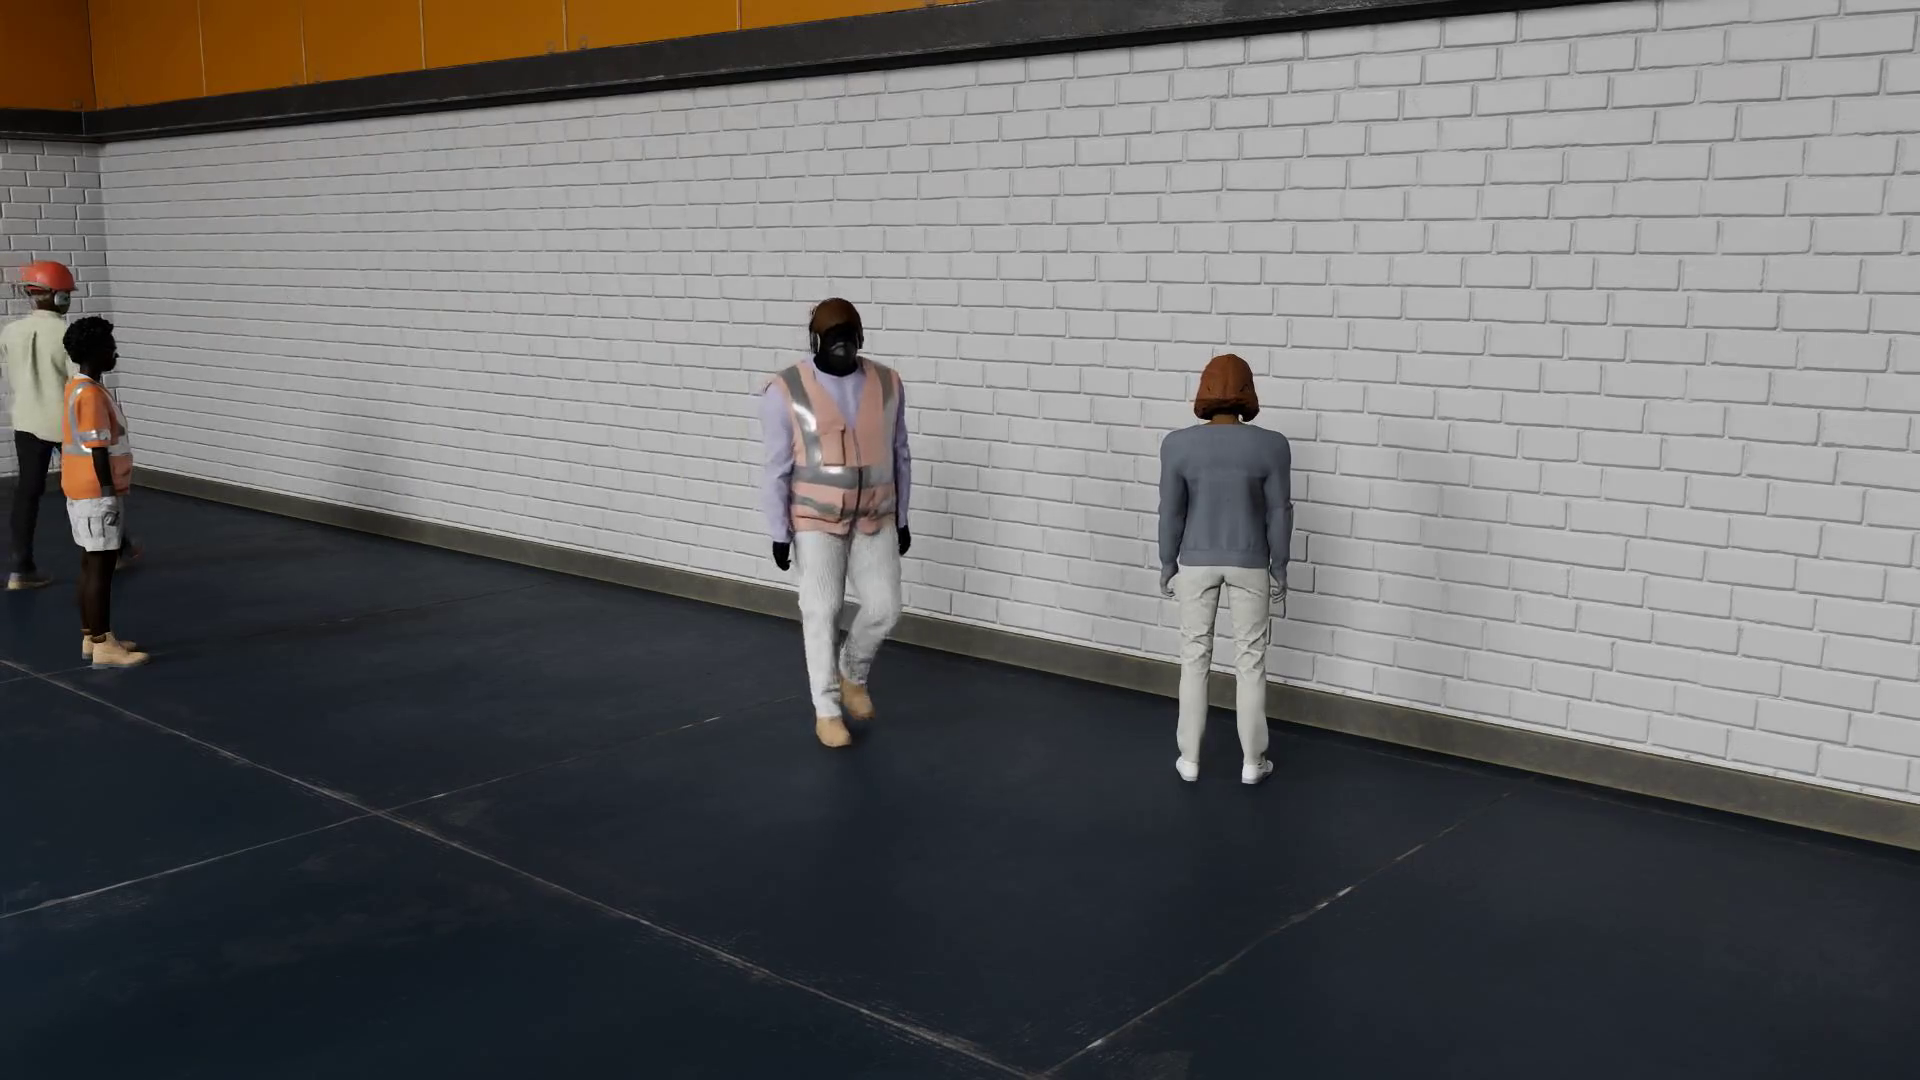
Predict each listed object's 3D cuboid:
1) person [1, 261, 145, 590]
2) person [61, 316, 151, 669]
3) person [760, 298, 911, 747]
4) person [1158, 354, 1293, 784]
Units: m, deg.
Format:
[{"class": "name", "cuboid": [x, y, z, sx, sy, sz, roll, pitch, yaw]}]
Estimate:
[{"class": "person", "cuboid": [-5.475, -0.711, 10.116, 0.609, 1.940, 1.030, 1, 10, 6]}, {"class": "person", "cuboid": [-4.171, -0.229, 8.066, 0.317, 1.695, 0.540, -7, 12, -34]}, {"class": "person", "cuboid": [-0.491, -0.071, 6.796, 0.647, 1.824, 0.441, -4, 11, -24]}, {"class": "person", "cuboid": [0.997, 0.114, 6.291, 0.498, 1.633, 0.284, 2, 10, 13]}]
